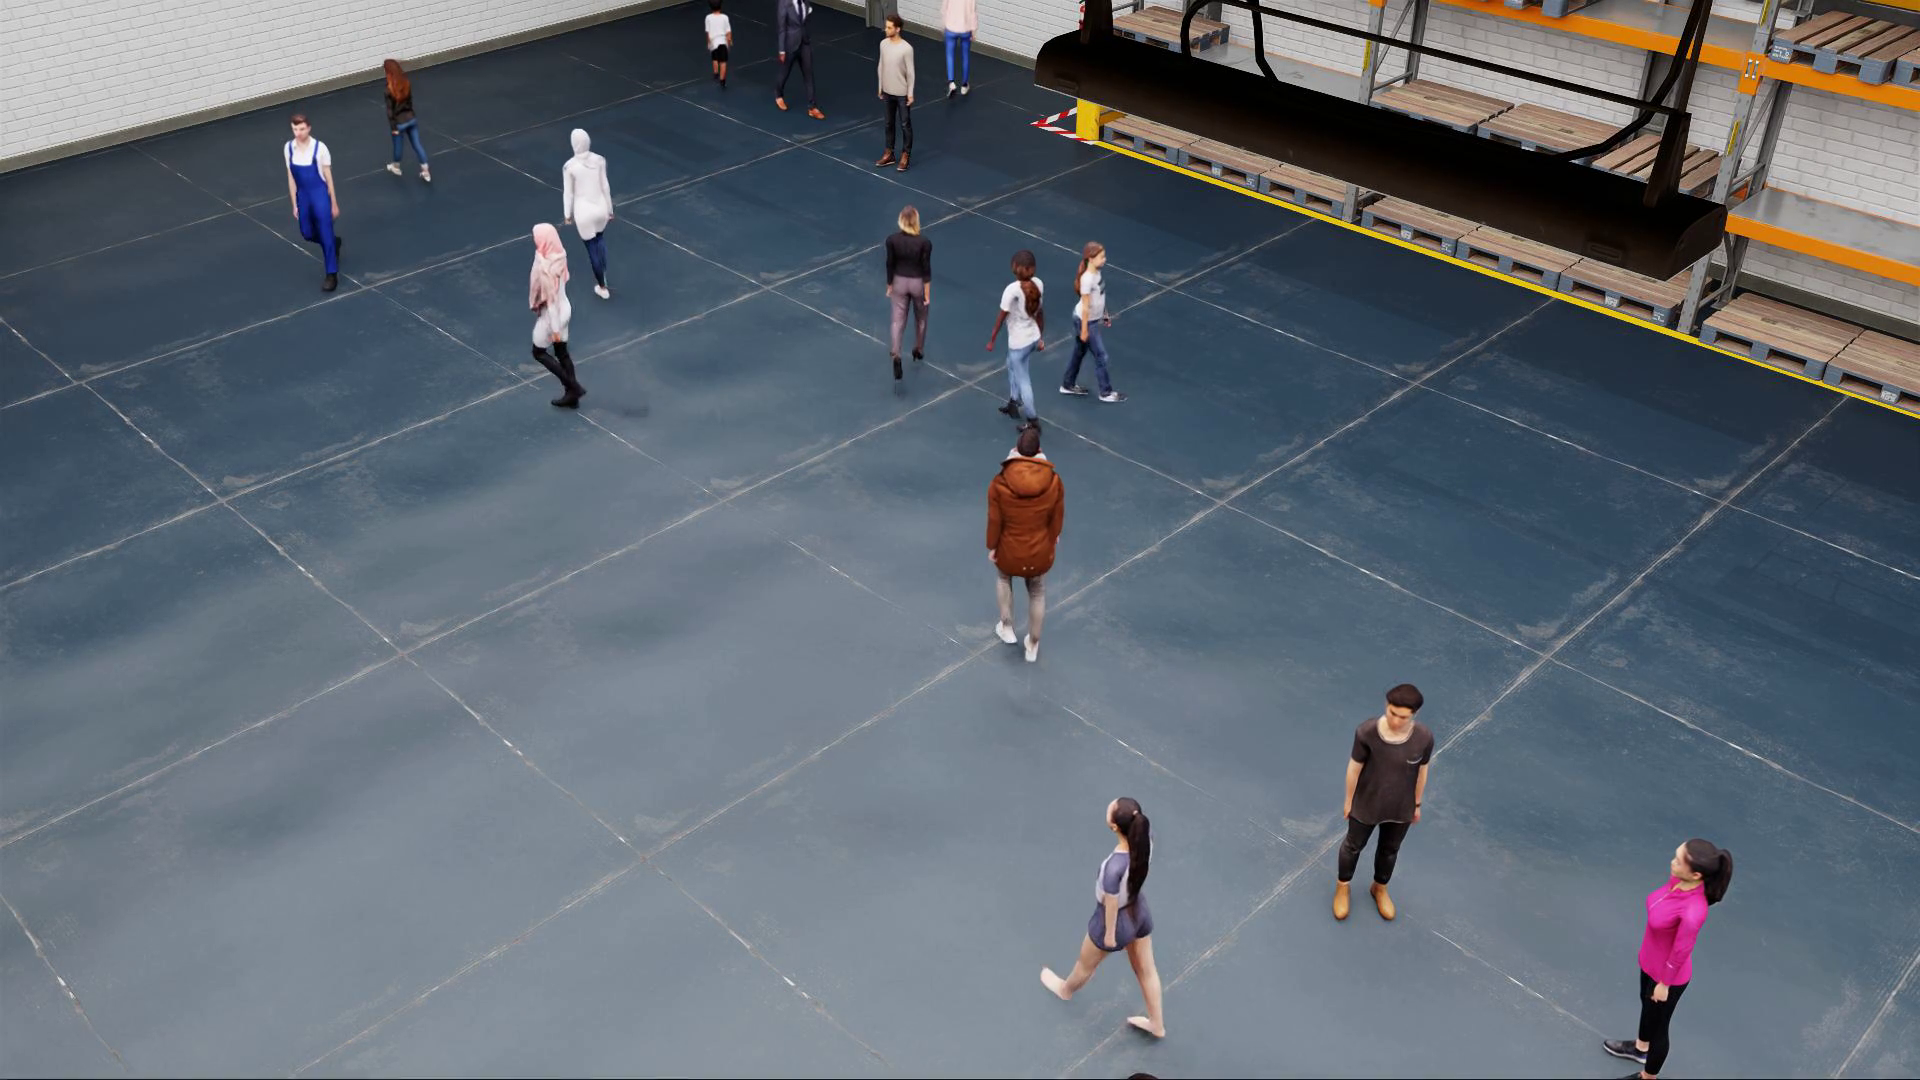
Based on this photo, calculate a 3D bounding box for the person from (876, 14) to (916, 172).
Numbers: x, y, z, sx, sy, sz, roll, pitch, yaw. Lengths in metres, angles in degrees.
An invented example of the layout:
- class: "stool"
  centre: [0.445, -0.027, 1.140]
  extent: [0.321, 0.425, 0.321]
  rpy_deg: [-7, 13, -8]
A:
- class: "person"
  centre: [-0.755, -5.393, 19.986]
  extent: [0.597, 1.866, 0.763]
  rpy_deg: [18, 38, 25]

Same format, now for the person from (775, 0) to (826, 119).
- class: "person"
  centre: [-2.188, -6.409, 21.608]
  extent: [0.798, 1.762, 1.184]
  rpy_deg: [-24, 41, -32]

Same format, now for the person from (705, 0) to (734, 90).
- class: "person"
  centre: [-3.279, -6.762, 22.613]
  extent: [0.750, 1.238, 0.818]
  rpy_deg: [0, 34, -1]

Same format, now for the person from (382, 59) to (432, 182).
- class: "person"
  centre: [-6.539, -4.951, 19.695]
  extent: [0.913, 1.451, 0.584]
  rpy_deg: [25, 41, 33]

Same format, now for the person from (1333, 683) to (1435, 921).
- class: "person"
  centre: [2.480, 1.502, 9.750]
  extent: [0.693, 1.713, 0.768]
  rpy_deg: [2, 34, 4]

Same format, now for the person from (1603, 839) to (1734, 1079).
- class: "person"
  centre: [3.700, 2.217, 8.689]
  extent: [0.714, 1.697, 0.676]
  rpy_deg: [6, 34, 9]

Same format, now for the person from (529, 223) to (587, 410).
- class: "person"
  centre: [-3.547, -1.979, 14.916]
  extent: [0.827, 1.792, 0.776]
  rpy_deg: [5, 34, 8]

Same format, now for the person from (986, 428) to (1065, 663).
- class: "person"
  centre: [0.466, 0.092, 11.777]
  extent: [0.866, 1.818, 0.912]
  rpy_deg: [-3, 34, -5]

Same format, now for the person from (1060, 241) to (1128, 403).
- class: "person"
  centre: [1.098, -2.006, 15.186]
  extent: [0.965, 1.539, 0.820]
  rpy_deg: [7, 34, 10]

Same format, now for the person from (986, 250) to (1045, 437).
- class: "person"
  centre: [0.618, -1.690, 14.563]
  extent: [0.821, 1.701, 0.649]
  rpy_deg: [23, 40, 31]

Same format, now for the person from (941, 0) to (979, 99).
- class: "person"
  centre: [-0.039, -6.729, 22.100]
  extent: [1.001, 1.752, 1.039]
  rpy_deg: [3, 34, 5]

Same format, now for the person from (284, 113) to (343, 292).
- class: "person"
  centre: [-6.660, -3.556, 17.246]
  extent: [1.025, 1.840, 1.070]
  rpy_deg: [1, 34, 2]

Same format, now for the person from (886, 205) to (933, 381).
- class: "person"
  centre: [-0.486, -2.260, 15.474]
  extent: [1.044, 1.641, 1.034]
  rpy_deg: [4, 34, 6]

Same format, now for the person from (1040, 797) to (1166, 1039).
- class: "person"
  centre: [0.952, 2.086, 8.961]
  extent: [1.003, 1.614, 0.653]
  rpy_deg: [25, 41, 33]

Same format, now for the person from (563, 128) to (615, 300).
- class: "person"
  centre: [-3.718, -3.283, 16.900]
  extent: [0.692, 1.767, 0.733]
  rpy_deg: [-21, 39, -28]
